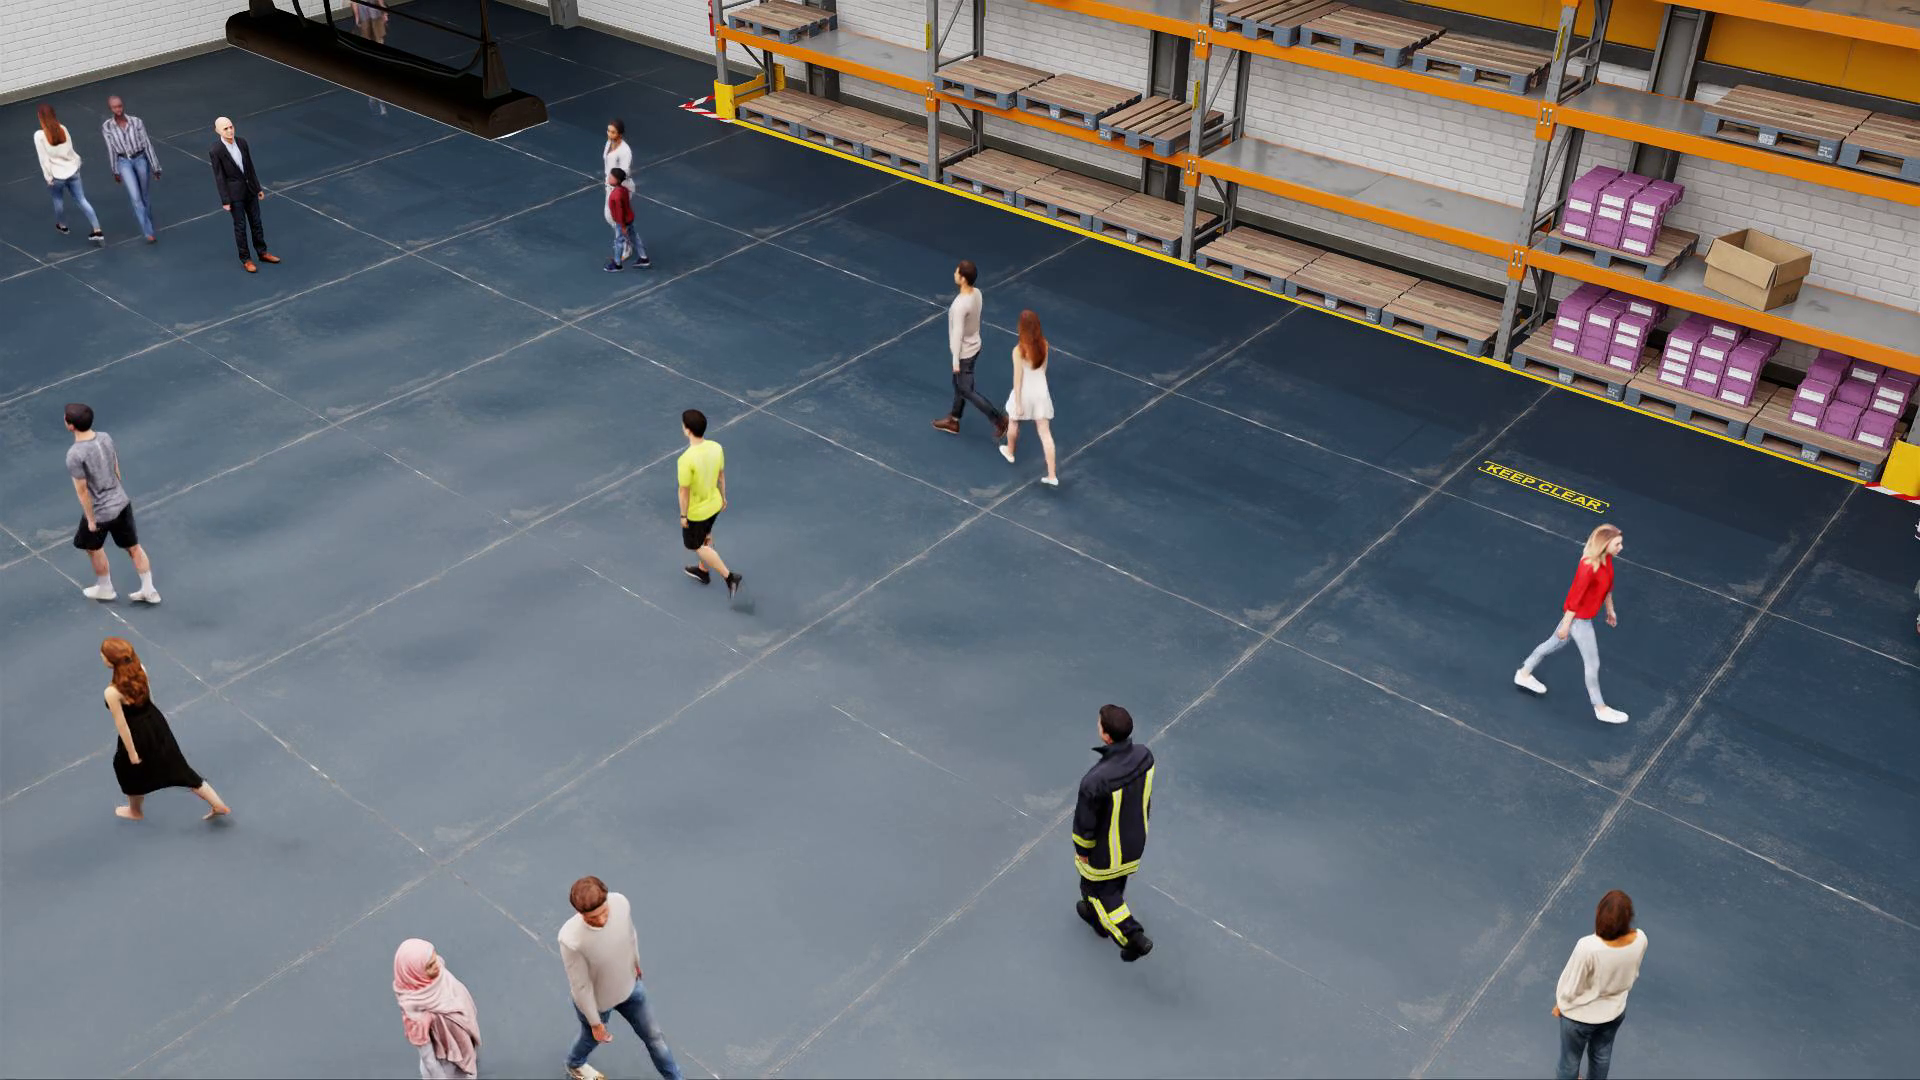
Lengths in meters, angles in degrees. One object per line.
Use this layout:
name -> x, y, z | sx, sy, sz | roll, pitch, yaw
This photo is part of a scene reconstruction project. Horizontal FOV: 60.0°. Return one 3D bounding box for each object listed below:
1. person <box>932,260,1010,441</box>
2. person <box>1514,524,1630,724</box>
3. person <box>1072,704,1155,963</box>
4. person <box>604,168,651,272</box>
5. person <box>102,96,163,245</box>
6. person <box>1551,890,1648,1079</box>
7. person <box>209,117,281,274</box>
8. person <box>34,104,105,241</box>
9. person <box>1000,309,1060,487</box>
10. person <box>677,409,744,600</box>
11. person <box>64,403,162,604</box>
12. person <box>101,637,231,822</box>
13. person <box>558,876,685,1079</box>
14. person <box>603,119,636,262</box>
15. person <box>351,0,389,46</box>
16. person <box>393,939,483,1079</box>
person -> 0.129, -1.774, 15.884 | 1.183, 1.848, 0.892 | 12, 35, 18
person -> 4.603, 0.564, 12.546 | 1.143, 1.649, 0.700 | 21, 39, 28
person -> 1.008, 1.862, 10.356 | 0.871, 1.912, 1.034 | -25, 41, -33
person -> -3.866, -3.743, 19.393 | 0.836, 1.243, 0.730 | 5, 34, 7
person -> -9.984, -4.500, 20.064 | 0.858, 1.760, 1.162 | -21, 39, -28
person -> 3.589, 2.632, 9.408 | 0.704, 1.680, 0.726 | -9, 35, -13
person -> -8.369, -4.047, 19.348 | 0.617, 1.800, 0.716 | 20, 38, 27
person -> -10.686, -4.356, 19.953 | 1.131, 1.645, 0.696 | 19, 38, 27
person -> 0.710, -1.278, 15.297 | 0.906, 1.671, 1.211 | -14, 36, -20
person -> -2.088, -0.273, 13.769 | 0.970, 1.689, 0.674 | 22, 40, 30
person -> -6.899, -0.249, 13.587 | 1.029, 1.851, 0.889 | 11, 35, 15
person -> -5.504, 1.359, 11.408 | 1.167, 1.586, 0.918 | 7, 34, 11
person -> -2.076, 2.537, 9.405 | 1.104, 1.841, 0.684 | 22, 39, 29
person -> -3.945, -4.129, 19.546 | 0.856, 1.717, 0.685 | -21, 39, -28
person -> -9.066, -8.058, 25.579 | 0.972, 1.824, 1.132 | -9, 35, -13
person -> -2.780, 2.825, 9.005 | 0.796, 1.804, 0.741 | -2, 34, -2
